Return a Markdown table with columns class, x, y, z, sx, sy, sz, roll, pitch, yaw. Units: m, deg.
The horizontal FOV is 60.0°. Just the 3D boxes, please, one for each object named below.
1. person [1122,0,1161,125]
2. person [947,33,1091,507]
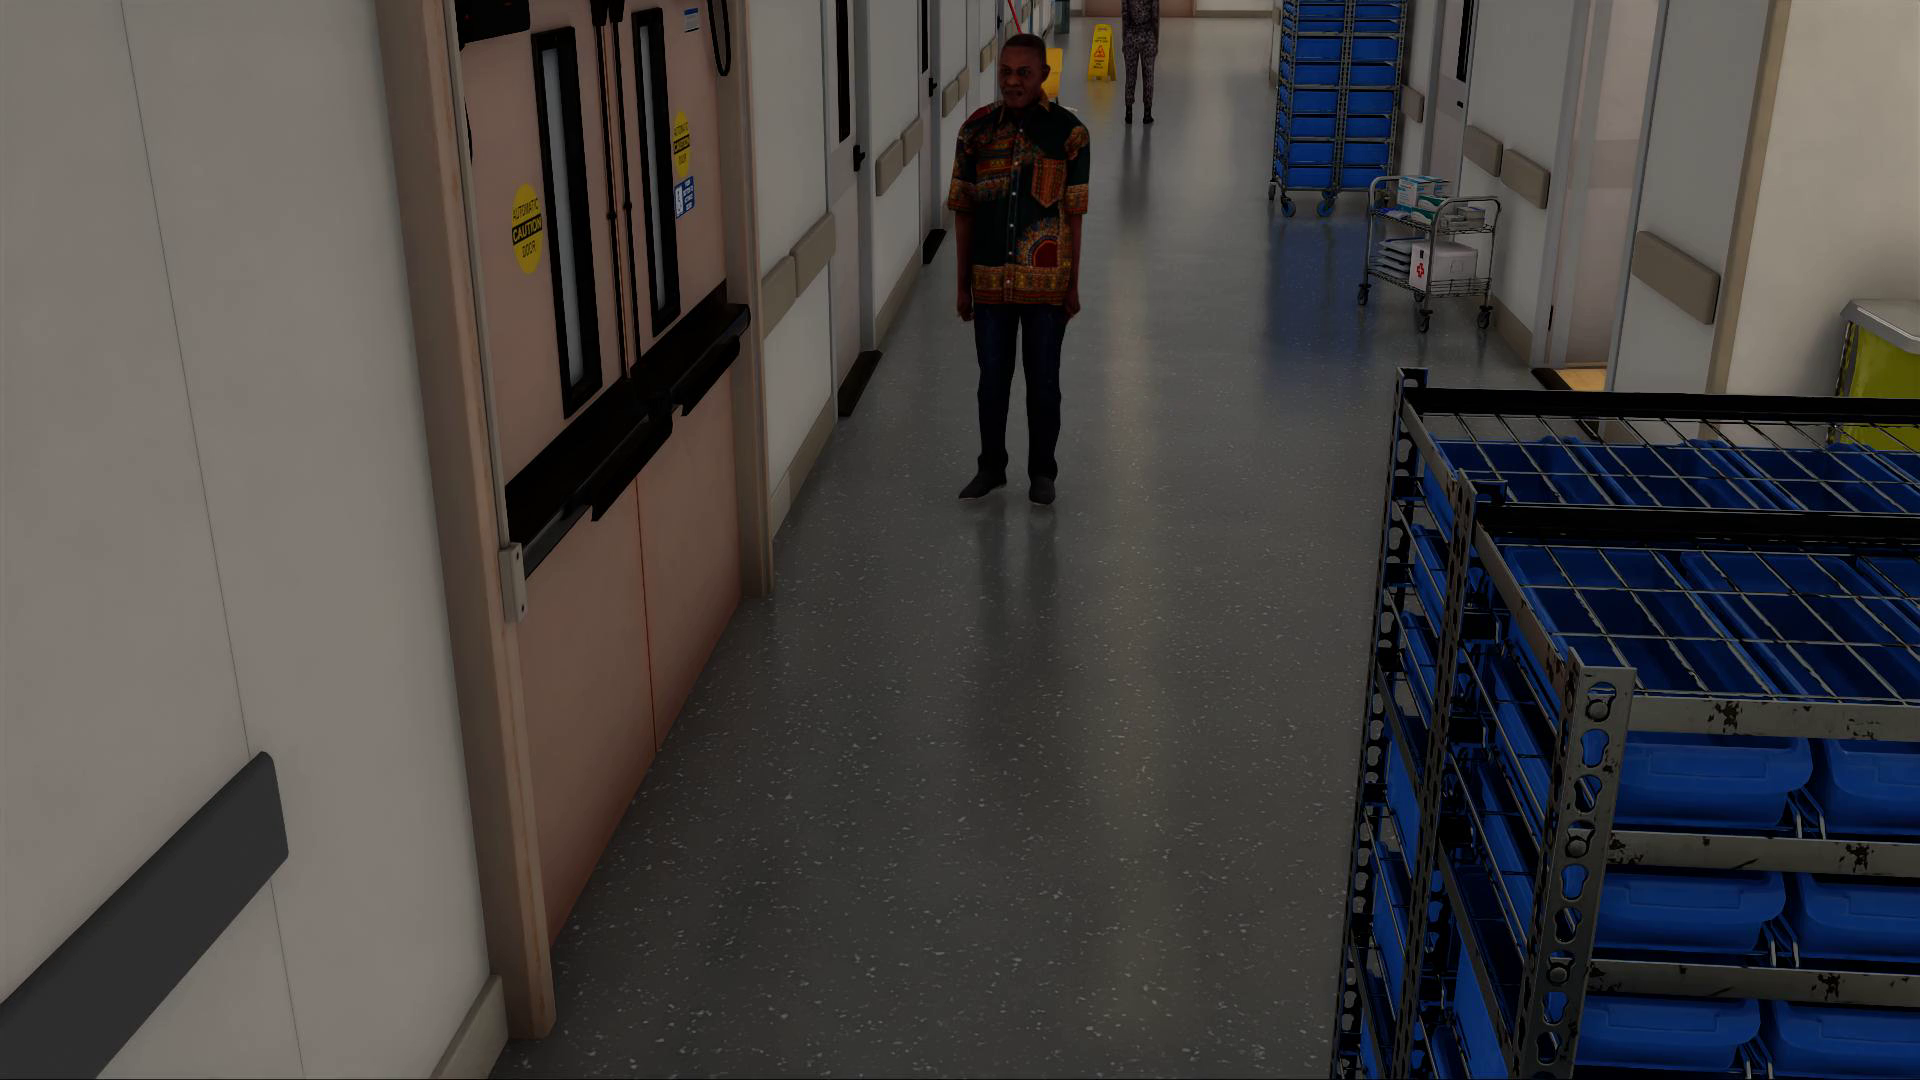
| class | x | y | z | sx | sy | sz | roll | pitch | yaw |
| --- | --- | --- | --- | --- | --- | --- | --- | --- | --- |
| person | 1.997 | -5.519 | 18.493 | 0.608 | 1.713 | 0.606 | 5 | 21 | 13 |
| person | 0.239 | -1.027 | 6.445 | 0.723 | 1.806 | 0.685 | 4 | 21 | 11 |
